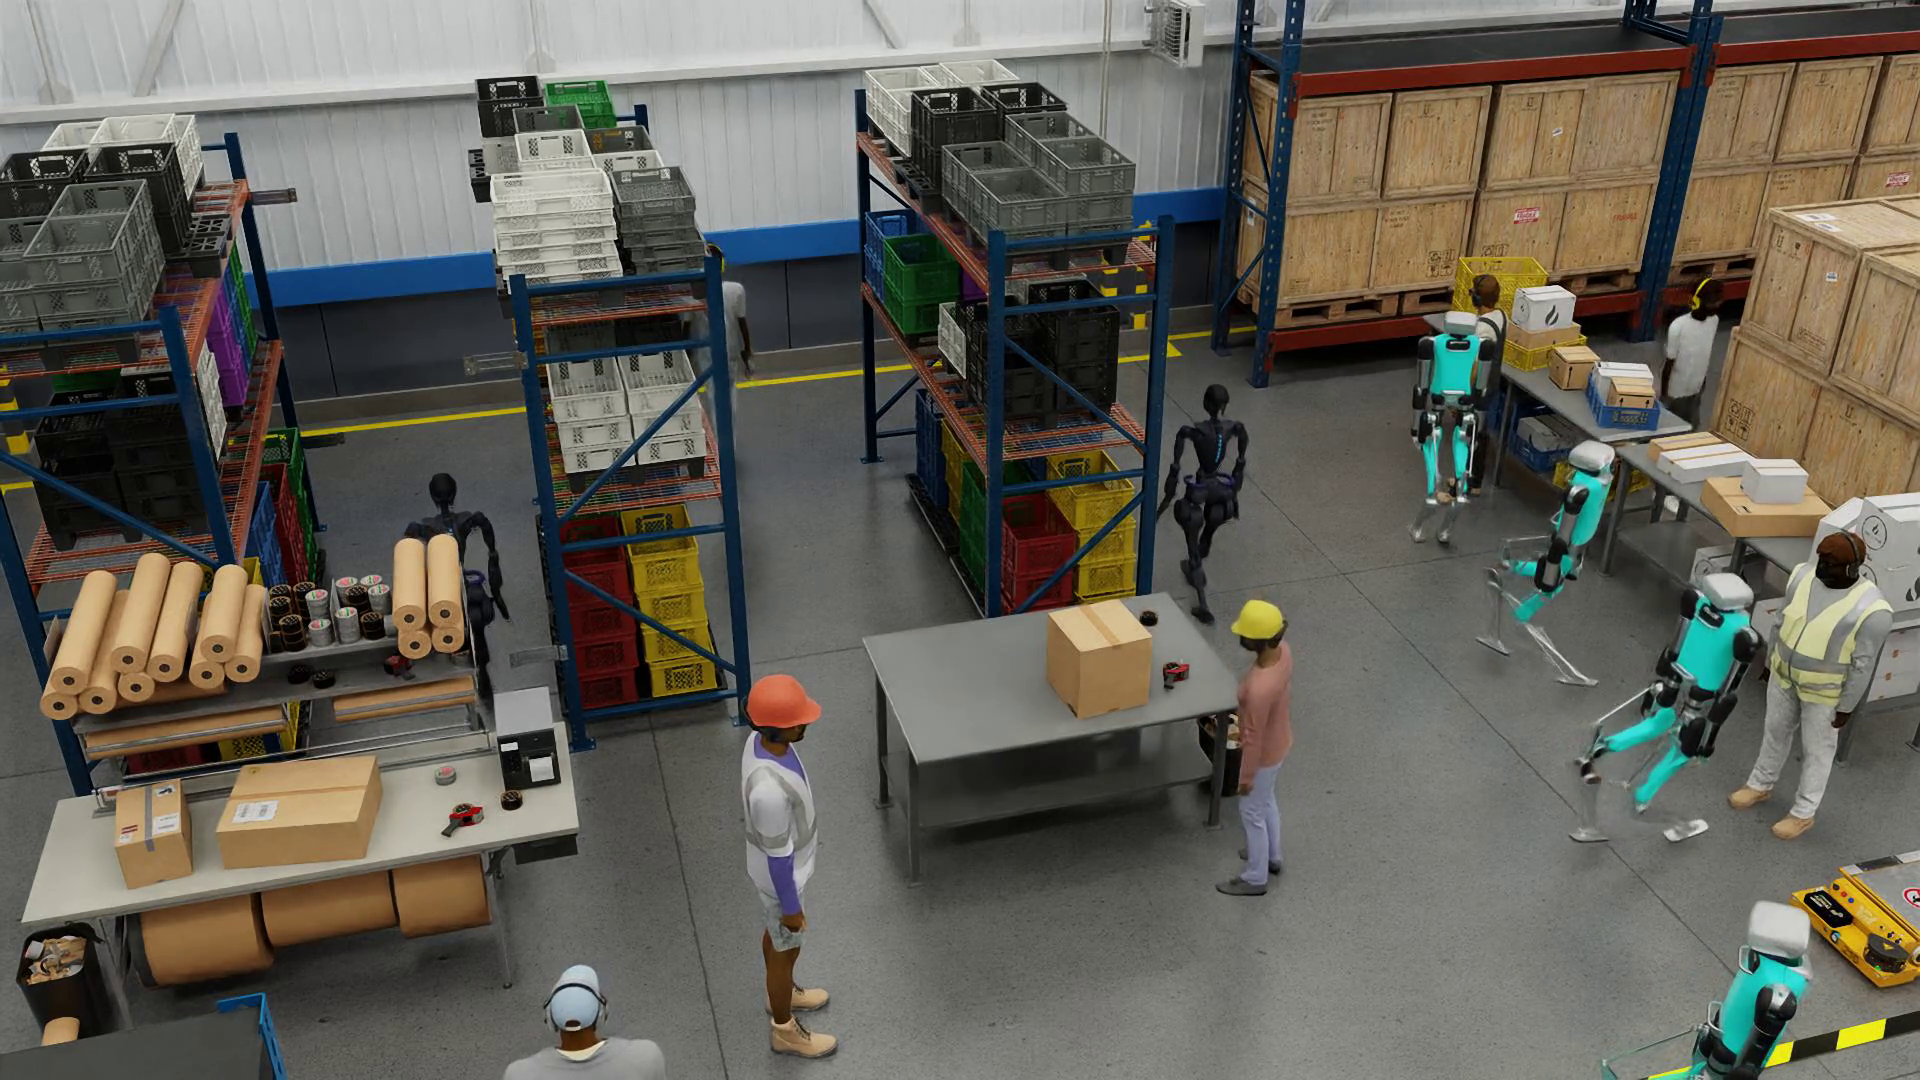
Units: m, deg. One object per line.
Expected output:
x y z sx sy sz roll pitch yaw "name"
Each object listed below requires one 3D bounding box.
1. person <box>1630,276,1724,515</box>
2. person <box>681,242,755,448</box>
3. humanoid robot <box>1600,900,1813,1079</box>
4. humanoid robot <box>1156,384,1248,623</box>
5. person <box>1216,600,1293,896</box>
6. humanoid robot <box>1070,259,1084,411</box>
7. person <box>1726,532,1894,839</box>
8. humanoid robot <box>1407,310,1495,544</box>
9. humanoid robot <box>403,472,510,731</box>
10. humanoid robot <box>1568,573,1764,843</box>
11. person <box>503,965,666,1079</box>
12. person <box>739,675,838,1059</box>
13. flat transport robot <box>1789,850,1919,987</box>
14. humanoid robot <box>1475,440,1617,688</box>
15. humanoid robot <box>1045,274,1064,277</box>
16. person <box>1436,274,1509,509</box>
5.427 -1.127 12.569 0.516 1.852 0.622 -15 32 -25 "person"
-1.955 -1.505 13.274 0.551 1.830 0.913 -8 30 -15 "person"
2.864 2.101 6.675 0.735 1.677 0.533 12 31 21 "humanoid robot"
1.634 -0.293 11.287 0.598 1.631 0.774 -8 30 -14 "humanoid robot"
1.533 1.085 8.642 0.360 1.755 0.539 14 32 23 "person"
0.837 -1.778 13.955 0.655 1.625 0.600 -4 29 -7 "humanoid robot"
4.657 0.775 9.128 0.430 1.835 0.627 -13 31 -22 "person"
3.502 -0.716 11.890 0.544 1.758 0.681 3 29 5 "humanoid robot"
-3.073 0.355 10.076 0.608 1.634 0.702 -14 32 -24 "humanoid robot"
3.672 1.003 8.852 1.024 1.752 0.545 -8 30 -14 "humanoid robot"
-1.353 2.343 6.255 0.588 1.853 0.393 -6 29 -11 "person"
-0.791 1.484 7.622 0.368 2.044 0.607 -4 29 -8 "person"
5.163 1.916 8.676 1.431 0.231 0.659 -8 30 -14 "flat transport robot"
3.619 0.123 10.442 1.040 1.740 0.562 22 36 35 "humanoid robot"
0.679 -1.655 13.703 0.385 1.643 0.609 23 36 35 "humanoid robot"
3.883 -1.119 12.564 0.337 1.841 0.506 23 36 35 "person"
